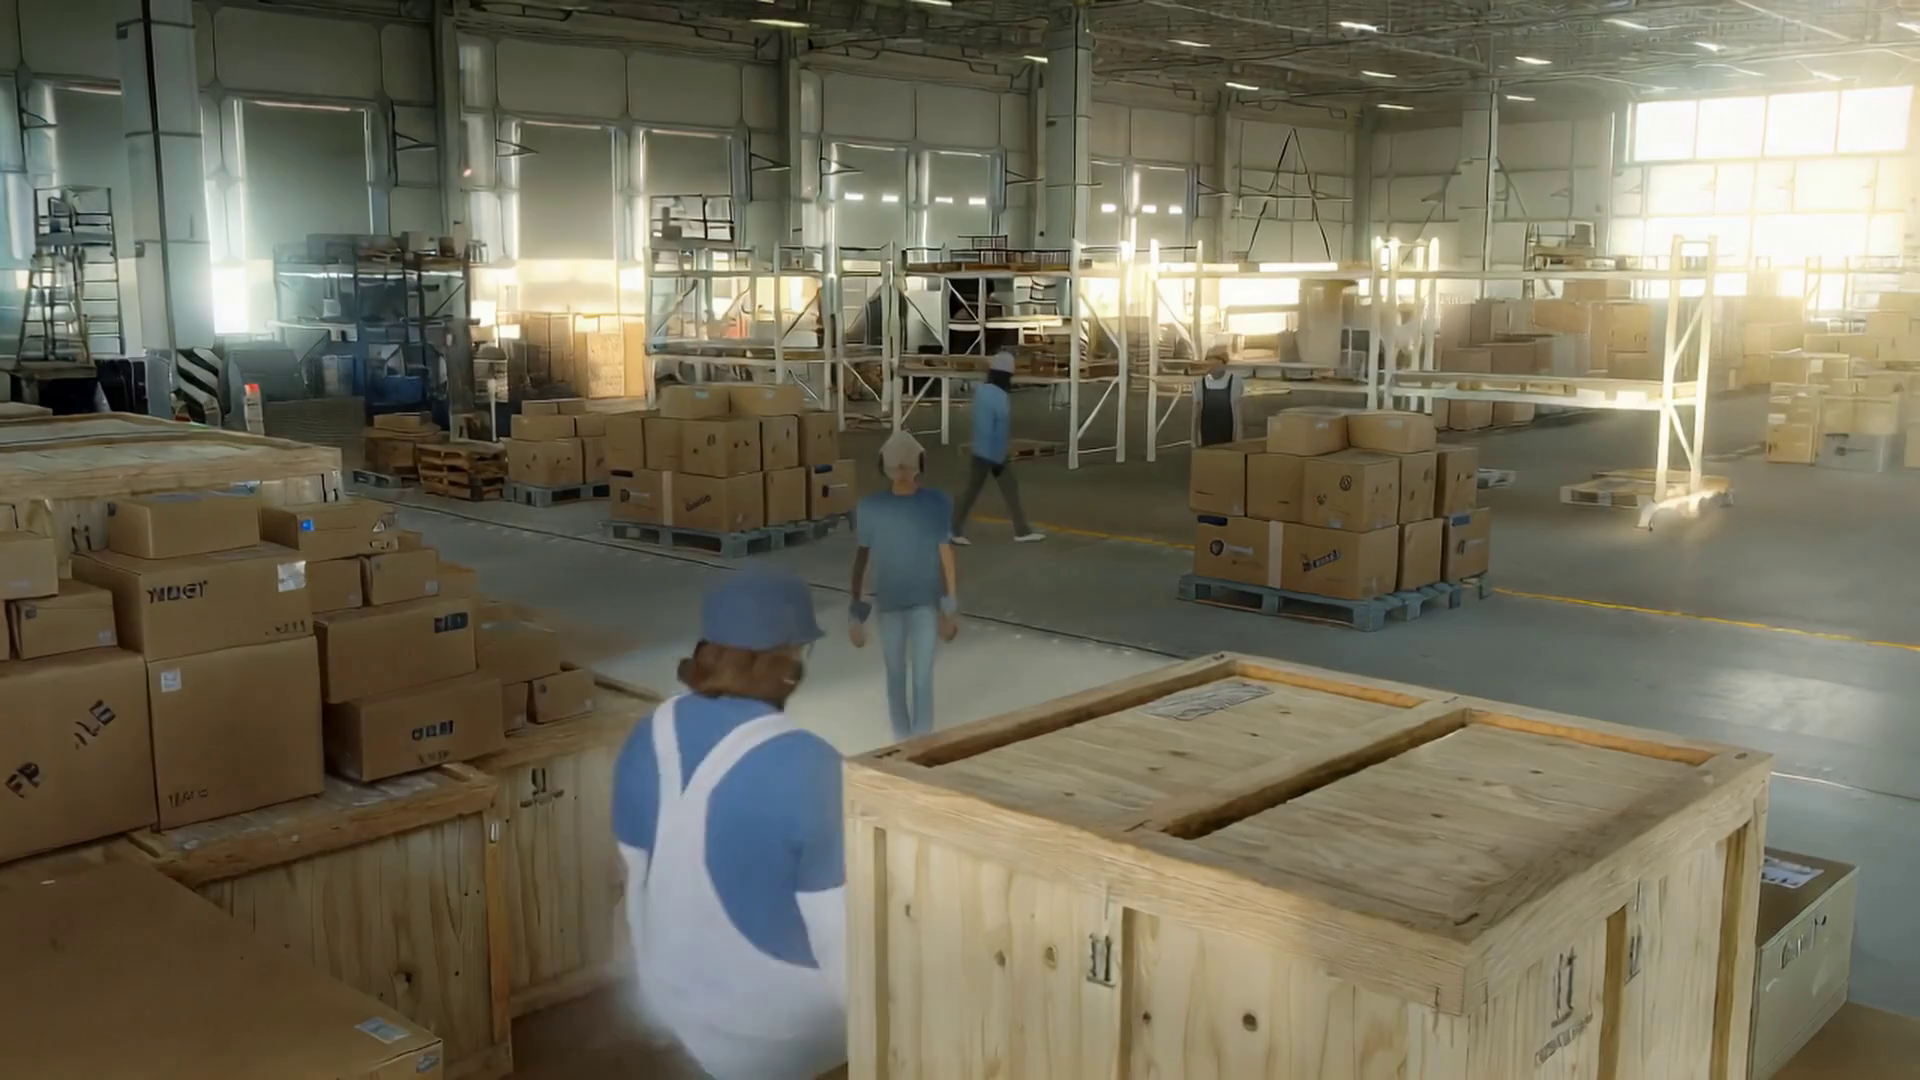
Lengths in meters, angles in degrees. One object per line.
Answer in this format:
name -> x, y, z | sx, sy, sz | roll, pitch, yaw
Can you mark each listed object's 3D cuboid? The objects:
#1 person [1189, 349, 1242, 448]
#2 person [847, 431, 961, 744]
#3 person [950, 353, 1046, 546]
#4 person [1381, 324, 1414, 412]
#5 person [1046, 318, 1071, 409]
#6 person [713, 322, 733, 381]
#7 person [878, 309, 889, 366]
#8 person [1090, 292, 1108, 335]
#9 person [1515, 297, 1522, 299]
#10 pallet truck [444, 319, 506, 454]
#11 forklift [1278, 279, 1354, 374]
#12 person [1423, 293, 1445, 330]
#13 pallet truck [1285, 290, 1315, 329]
person -> 2.718, -1.132, 17.791 | 0.543, 1.799, 0.925 | 3, 10, 20
person -> -0.289, 0.373, 8.419 | 0.570, 1.837, 0.819 | 0, 9, 2
person -> 0.308, -0.854, 15.927 | 1.028, 1.873, 0.611 | -5, 10, -26
person -> 6.212, -2.184, 24.014 | 0.608, 1.887, 0.696 | -9, 13, -43
person -> 1.877, -3.338, 31.528 | 0.483, 1.735, 0.344 | -2, 9, -11
person -> -4.390, -3.205, 30.867 | 0.553, 1.676, 0.624 | 8, 13, 42
person -> -2.019, -5.353, 44.188 | 0.319, 1.631, 0.525 | 1, 9, 4
person -> 4.309, -6.706, 51.577 | 0.544, 1.930, 0.389 | 0, 9, 0
person -> 14.385, -5.308, 42.964 | 0.543, 1.940, 0.361 | 6, 11, 31
pallet truck -> -6.981, -1.942, 22.150 | 1.885, 1.965, 0.823 | 1, 9, 9
forklift -> 8.920, -5.583, 41.773 | 1.129, 2.768, 1.873 | -4, 10, -22
person -> 14.727, -6.726, 51.707 | 0.658, 1.924, 0.446 | 1, 9, 4
pallet truck -> 11.297, -6.951, 52.861 | 1.885, 1.965, 0.823 | -5, 11, -29
